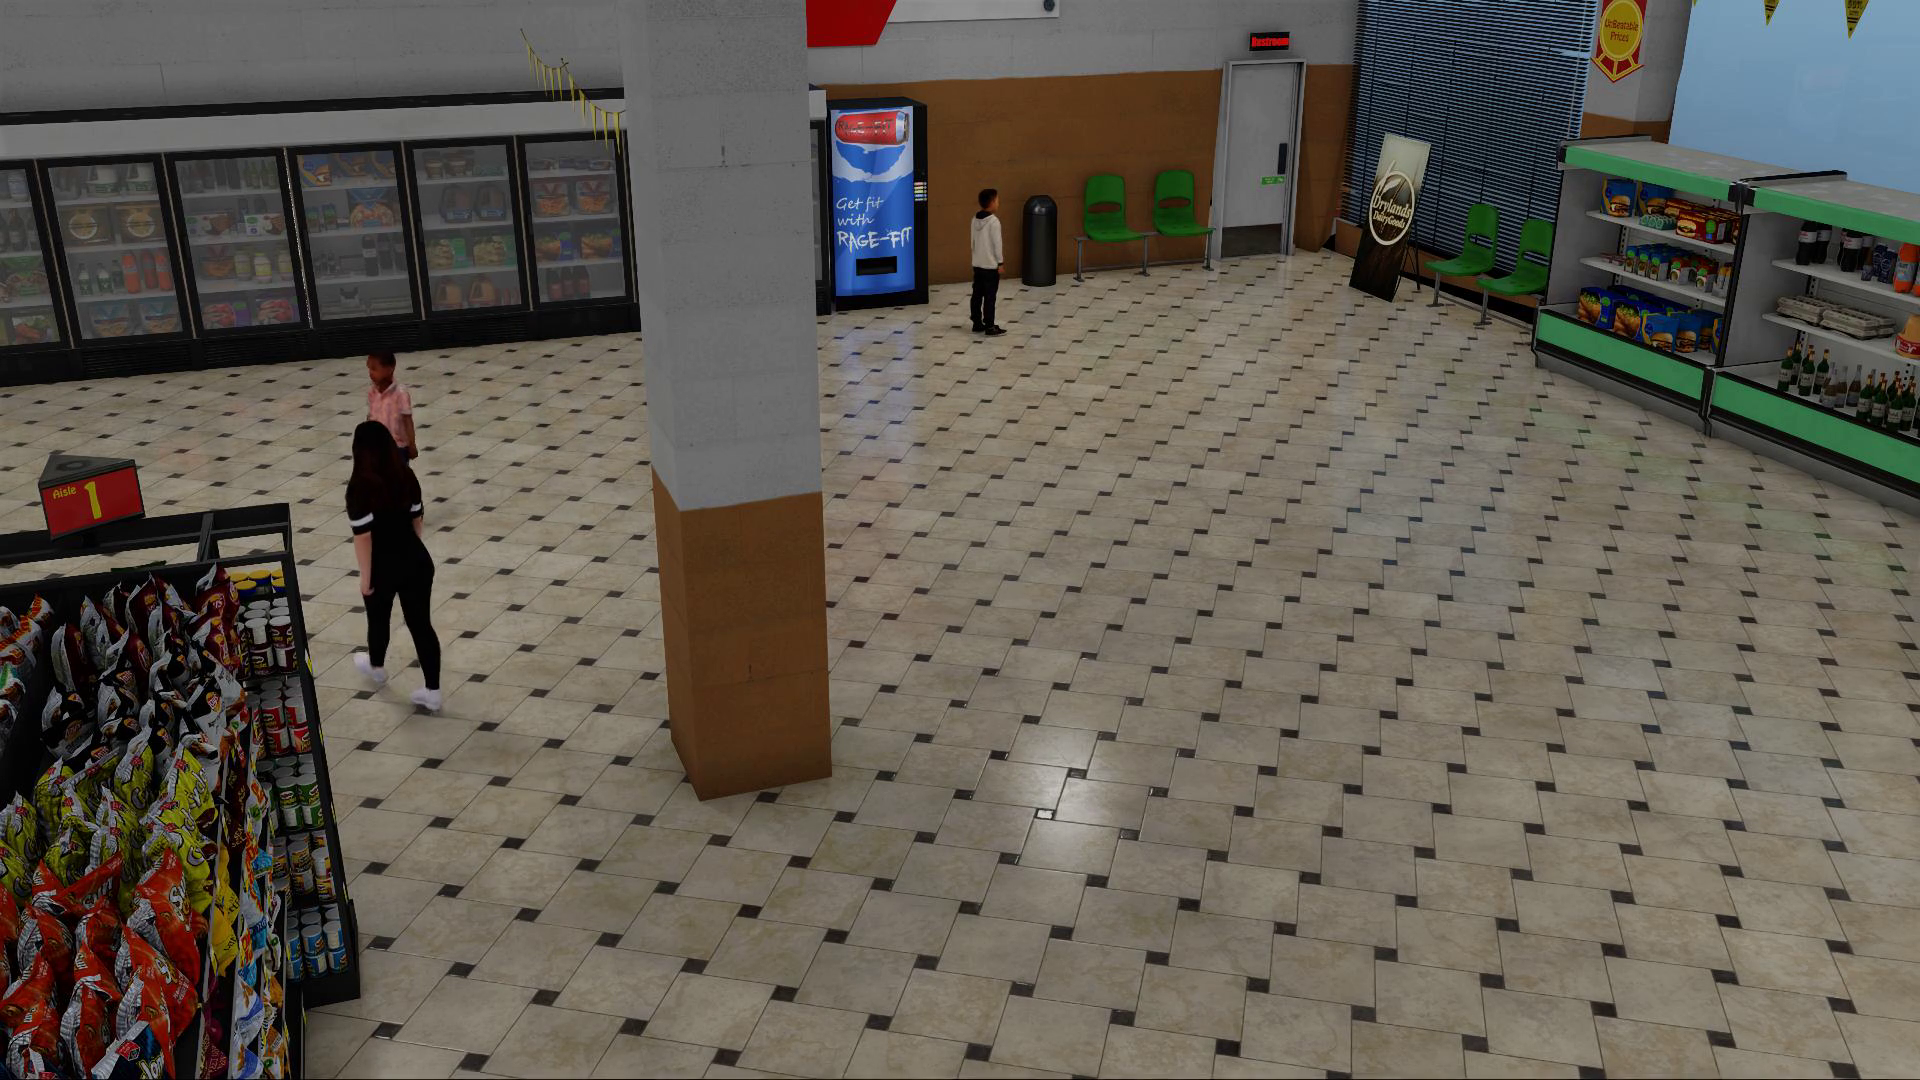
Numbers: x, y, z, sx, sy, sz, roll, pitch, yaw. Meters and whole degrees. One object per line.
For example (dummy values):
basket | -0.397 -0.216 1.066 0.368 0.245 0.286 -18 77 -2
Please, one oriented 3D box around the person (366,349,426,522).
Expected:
person | -3.905 -0.707 11.609 0.582 1.299 0.646 10 24 23

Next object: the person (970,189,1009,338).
person | 0.253 -2.750 16.491 0.702 1.450 0.564 -17 27 -36

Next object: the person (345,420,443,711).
person | -3.018 0.172 9.006 1.101 1.608 0.928 17 27 36
